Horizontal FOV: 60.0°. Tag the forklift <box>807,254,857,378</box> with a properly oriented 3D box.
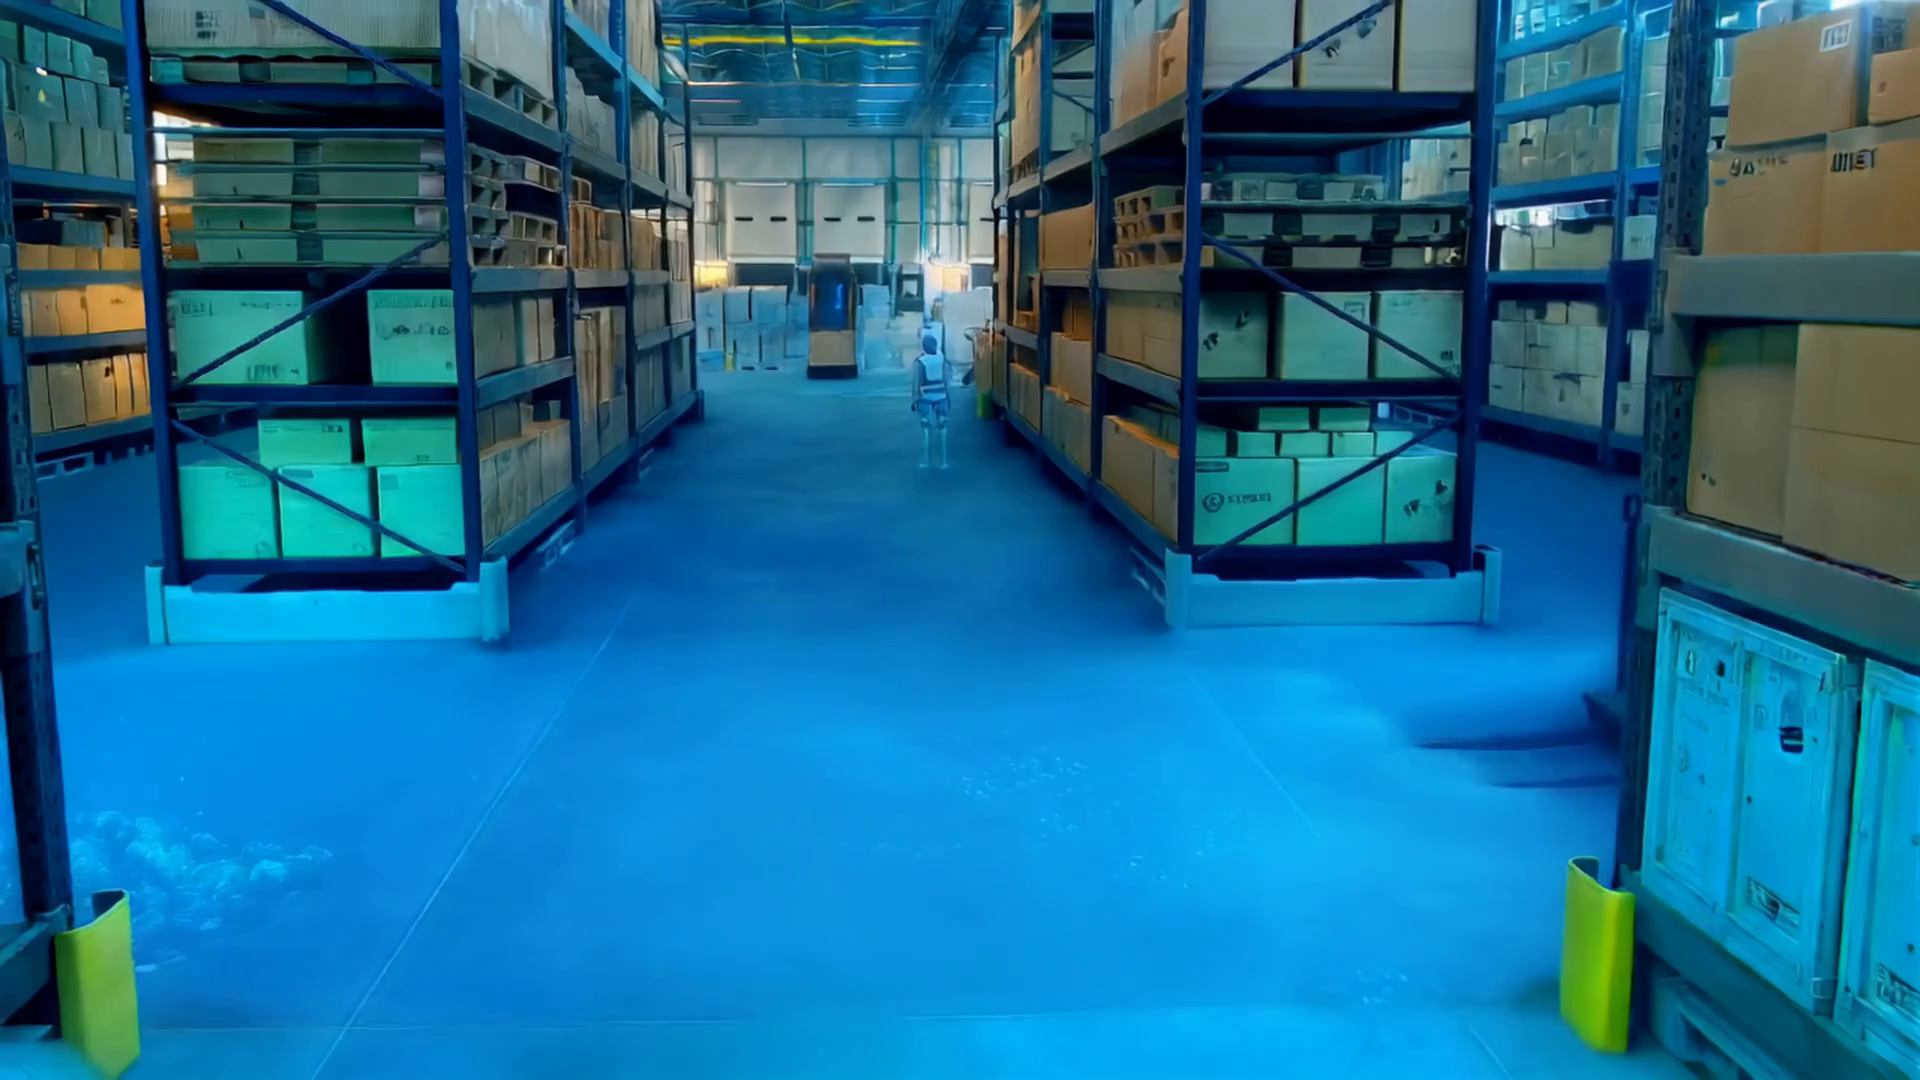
[{"bbox_3d":[-2.942,-5.145,38.138,1.129,2.768,1.873,-1,9,-4],"label":"forklift"}]

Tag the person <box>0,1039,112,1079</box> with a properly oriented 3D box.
[{"bbox_3d":[-0.883,1.282,1.679,0.271,1.632,0.508,-4,10,-26],"label":"person"}]

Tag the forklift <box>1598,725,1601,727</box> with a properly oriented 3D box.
[{"bbox_3d":[4.271,-0.332,7.912,1.873,2.768,1.129,-2,9,-14],"label":"forklift"}]

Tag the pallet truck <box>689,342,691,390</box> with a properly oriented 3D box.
[{"bbox_3d":[-5.225,-3.008,27.480,1.885,1.965,0.823,2,9,14],"label":"pallet truck"}]

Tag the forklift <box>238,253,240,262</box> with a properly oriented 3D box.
[{"bbox_3d":[-16.049,-4.843,36.240,1.129,2.768,1.873,-1,9,-4],"label":"forklift"}]

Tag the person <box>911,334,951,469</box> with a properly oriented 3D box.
[{"bbox_3d":[-0.346,-1.686,20.308,0.512,1.638,0.312,-3,10,-19],"label":"person"}]

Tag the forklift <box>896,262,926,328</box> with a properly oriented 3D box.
[{"bbox_3d":[-1.780,-8.547,59.499,1.129,2.768,1.873,-1,9,-4],"label":"forklift"}]
